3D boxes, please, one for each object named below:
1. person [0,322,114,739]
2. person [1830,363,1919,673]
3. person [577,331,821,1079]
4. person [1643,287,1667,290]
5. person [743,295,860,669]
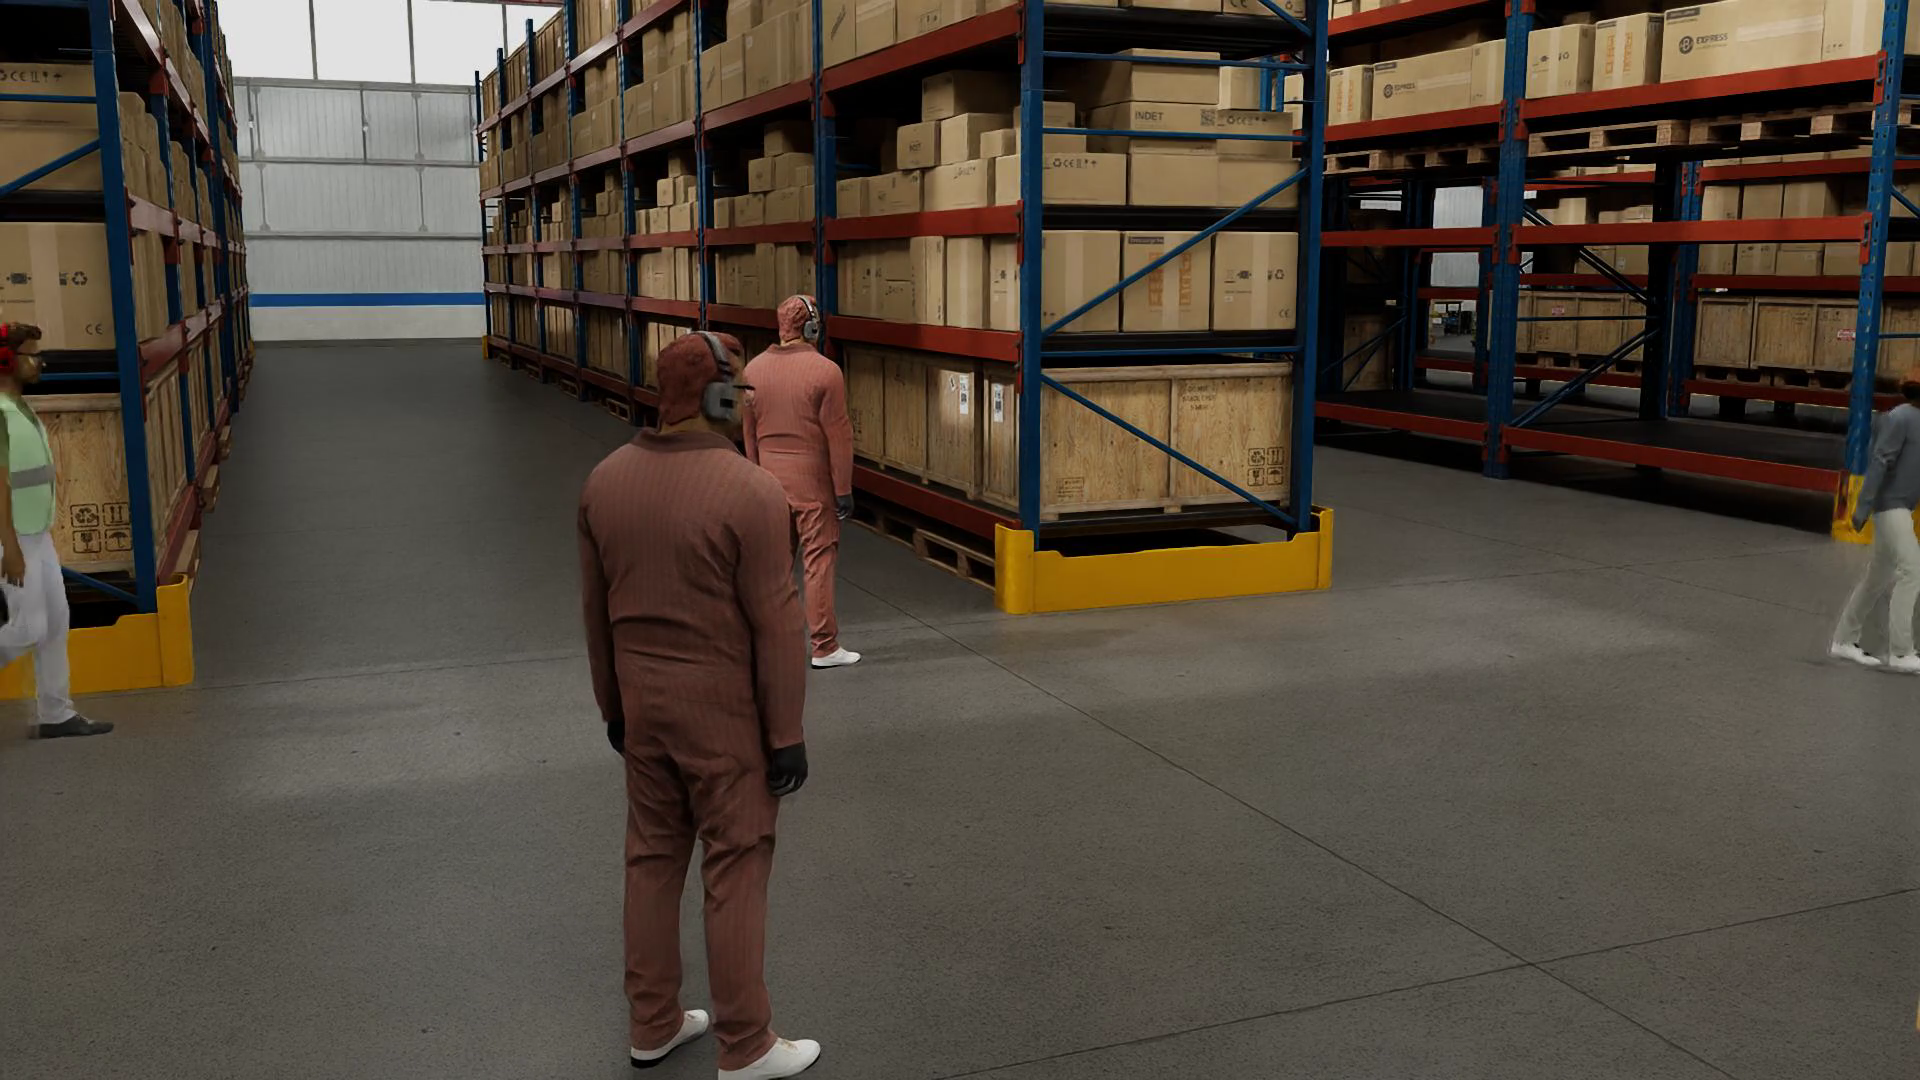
[{"bbox_3d":[-4.064,-0.008,7.068,0.629,1.824,0.581,-3,10,-15],"label":"person"},{"bbox_3d":[4.818,-0.129,8.451,0.633,1.591,0.570,9,13,43],"label":"person"},{"bbox_3d":[-0.639,0.429,4.215,0.651,1.904,0.401,6,11,32],"label":"person"},{"bbox_3d":[14.638,-4.749,35.050,0.641,1.962,0.878,1,10,6],"label":"person"},{"bbox_3d":[-0.802,-0.292,8.523,0.643,1.909,0.410,6,11,30],"label":"person"}]
